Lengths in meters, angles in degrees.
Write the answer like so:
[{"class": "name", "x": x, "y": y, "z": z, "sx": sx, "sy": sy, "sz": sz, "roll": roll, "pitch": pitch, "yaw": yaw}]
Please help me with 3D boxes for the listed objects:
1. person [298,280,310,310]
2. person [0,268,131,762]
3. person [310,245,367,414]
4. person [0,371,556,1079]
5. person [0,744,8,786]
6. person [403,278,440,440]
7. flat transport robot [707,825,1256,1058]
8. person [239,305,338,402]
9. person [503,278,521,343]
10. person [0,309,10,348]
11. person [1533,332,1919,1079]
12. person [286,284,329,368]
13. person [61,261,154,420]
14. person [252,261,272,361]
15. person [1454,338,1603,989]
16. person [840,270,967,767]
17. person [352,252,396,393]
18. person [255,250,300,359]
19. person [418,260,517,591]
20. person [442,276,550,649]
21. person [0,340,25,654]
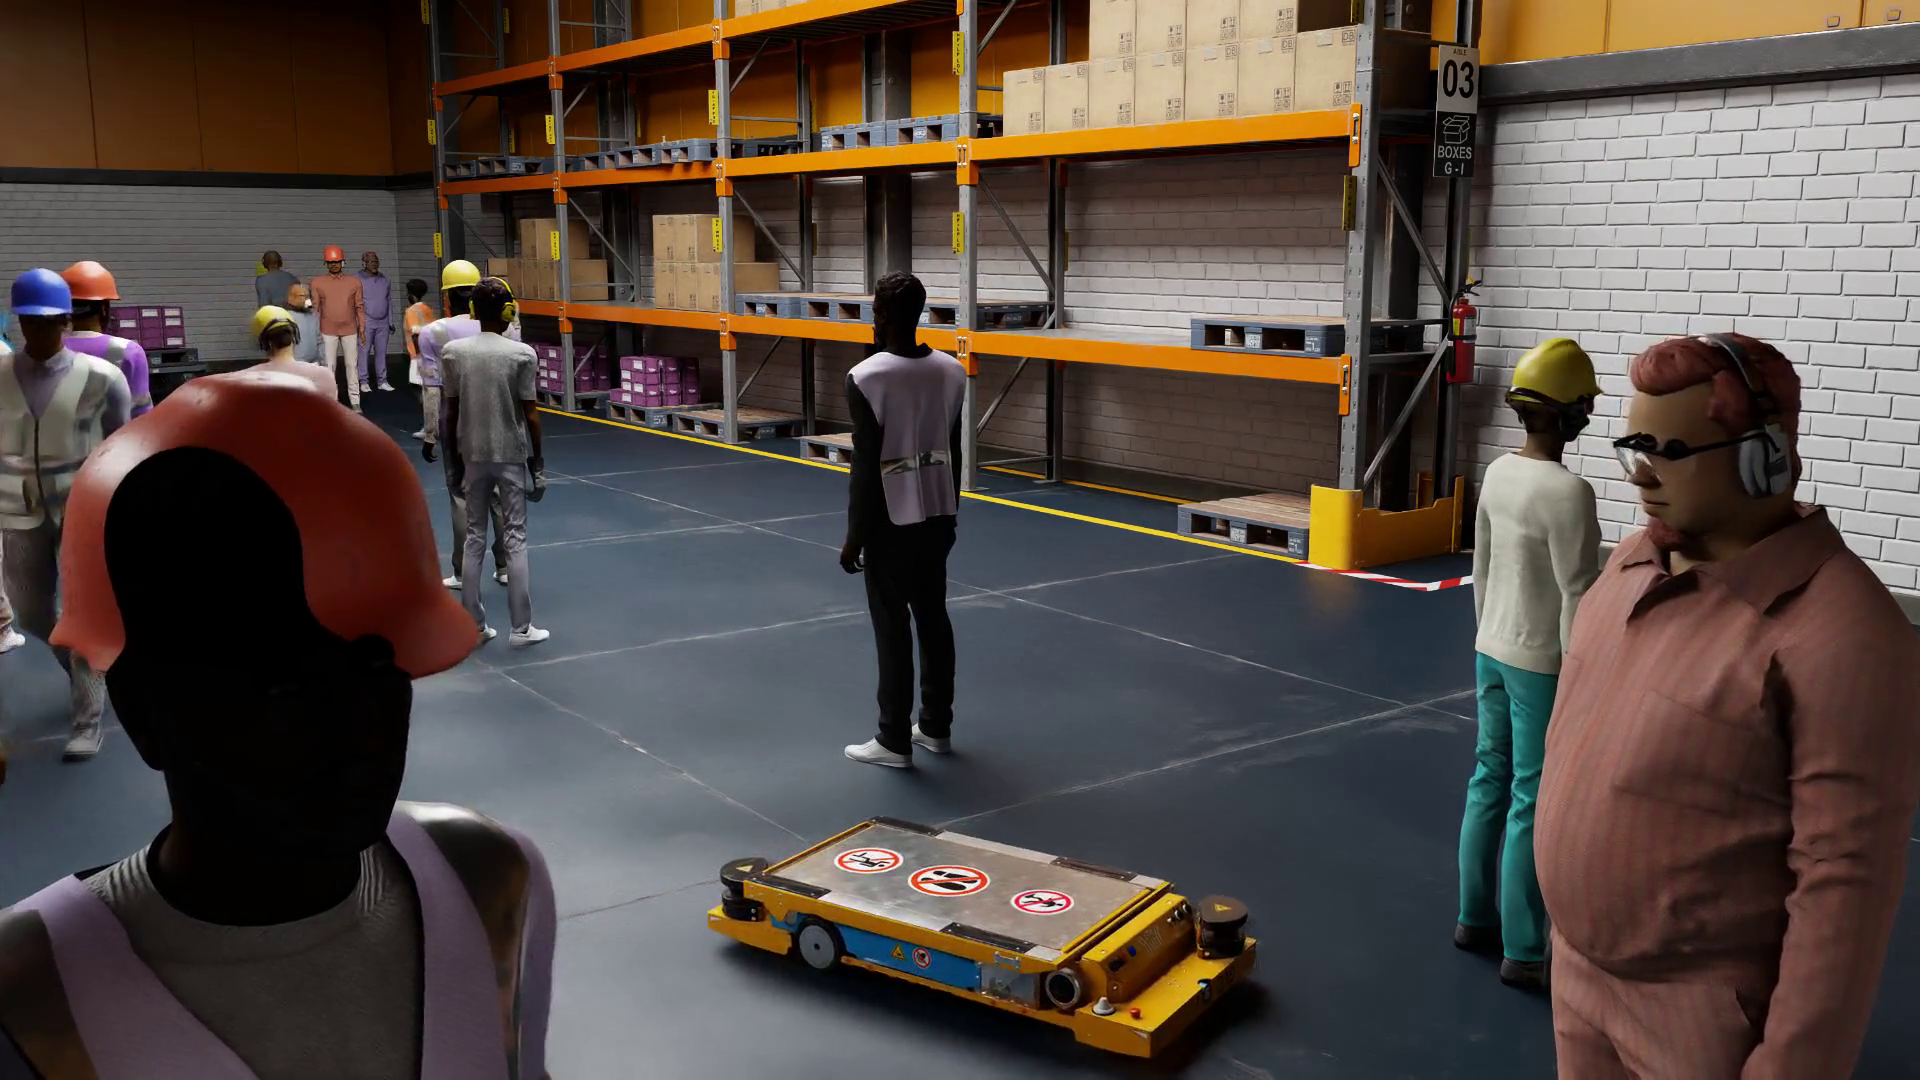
[{"class": "person", "x": -9.064, "y": -2.808, "z": 22.711, "sx": 0.882, "sy": 1.576, "sz": 0.514, "roll": 8, "pitch": 13, "yaw": 36}, {"class": "person", "x": -3.610, "y": -0.125, "z": 6.698, "sx": 0.605, "sy": 1.926, "sz": 0.759, "roll": -2, "pitch": 10, "yaw": -12}, {"class": "person", "x": -7.352, "y": -2.477, "z": 19.688, "sx": 0.625, "sy": 1.992, "sz": 0.386, "roll": -4, "pitch": 11, "yaw": -23}, {"class": "person", "x": -0.477, "y": 0.843, "z": 1.254, "sx": 0.375, "sy": 1.939, "sz": 0.546, "roll": 7, "pitch": 12, "yaw": 32}, {"class": "person", "x": -2.428, "y": 0.475, "z": 3.721, "sx": 0.665, "sy": 1.807, "sz": 0.345, "roll": -5, "pitch": 11, "yaw": -25}, {"class": "person", "x": -5.562, "y": -1.883, "z": 17.278, "sx": 0.406, "sy": 1.659, "sz": 0.555, "roll": 2, "pitch": 10, "yaw": 9}, {"class": "flat transport robot", "x": 0.043, "y": 1.063, "z": 4.689, "sx": 1.431, "sy": 0.197, "sz": 0.652, "roll": 7, "pitch": 12, "yaw": 32}, {"class": "person", "x": -3.439, "y": -0.360, "z": 8.658, "sx": 0.597, "sy": 1.703, "sz": 0.833, "roll": -1, "pitch": 10, "yaw": -6}, {"class": "person", "x": -5.402, "y": -2.280, "z": 19.635, "sx": 0.286, "sy": 1.624, "sz": 0.497, "roll": 10, "pitch": 14, "yaw": 43}, {"class": "person", "x": -10.520, "y": -2.002, "z": 18.016, "sx": 0.734, "sy": 1.643, "sz": 0.546, "roll": 3, "pitch": 11, "yaw": 16}, {"class": "person", "x": 1.037, "y": 0.652, "z": 2.435, "sx": 0.409, "sy": 1.903, "sz": 0.638, "roll": -2, "pitch": 10, "yaw": -11}, {"class": "person", "x": -6.632, "y": -1.774, "z": 16.800, "sx": 0.406, "sy": 1.620, "sz": 0.504, "roll": 3, "pitch": 11, "yaw": 18}, {"class": "person", "x": -4.008, "y": -0.320, "z": 7.768, "sx": 0.546, "sy": 1.939, "sz": 0.375, "roll": 0, "pitch": 10, "yaw": -2}, {"class": "person", "x": -9.761, "y": -3.083, "z": 23.714, "sx": 0.582, "sy": 1.786, "sz": 0.627, "roll": 4, "pitch": 11, "yaw": 21}, {"class": "person", "x": 1.582, "y": 0.338, "z": 4.558, "sx": 0.296, "sy": 1.772, "sz": 0.533, "roll": -2, "pitch": 10, "yaw": -10}, {"class": "person", "x": -0.211, "y": -0.076, "z": 6.456, "sx": 0.387, "sy": 1.919, "sz": 0.594, "roll": 9, "pitch": 13, "yaw": 41}, {"class": "person", "x": -8.000, "y": -2.971, "z": 22.708, "sx": 0.399, "sy": 1.909, "sz": 0.642, "roll": 8, "pitch": 13, "yaw": 39}, {"class": "person", "x": -8.695, "y": -2.722, "z": 21.232, "sx": 0.374, "sy": 1.936, "sz": 0.627, "roll": 6, "pitch": 12, "yaw": 28}, {"class": "person", "x": -2.864, "y": -0.663, "z": 9.727, "sx": 0.595, "sy": 1.923, "sz": 0.380, "roll": -8, "pitch": 13, "yaw": -38}, {"class": "person", "x": -2.319, "y": -0.377, "z": 8.316, "sx": 0.511, "sy": 1.861, "sz": 0.312, "roll": 1, "pitch": 10, "yaw": 6}, {"class": "person", "x": -4.912, "y": -0.367, "z": 8.158, "sx": 0.647, "sy": 1.901, "sz": 0.402, "roll": -2, "pitch": 10, "yaw": -13}]
